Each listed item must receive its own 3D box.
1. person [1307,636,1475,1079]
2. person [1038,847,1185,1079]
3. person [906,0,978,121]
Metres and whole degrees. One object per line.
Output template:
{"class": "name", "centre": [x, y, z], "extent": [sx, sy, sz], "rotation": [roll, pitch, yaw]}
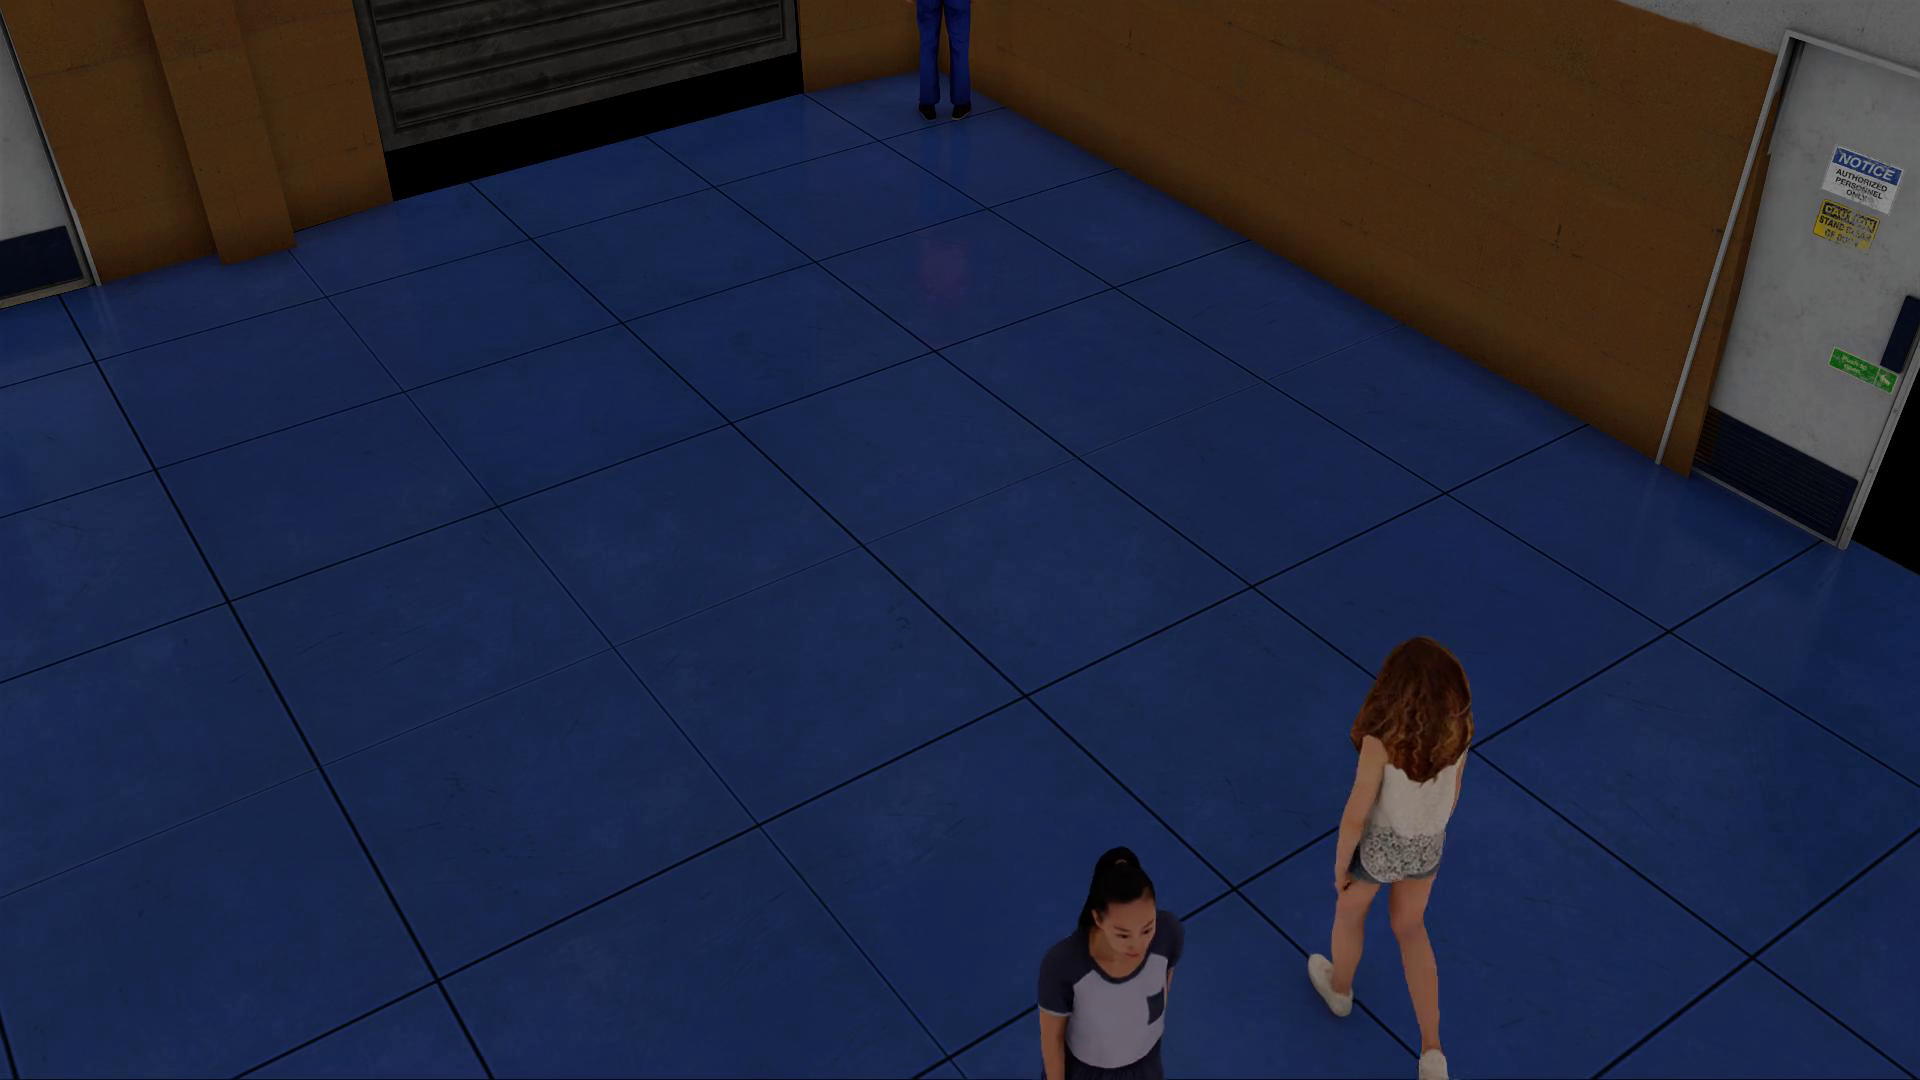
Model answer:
{"class": "person", "centre": [1.429, 1.064, 5.282], "extent": [1.002, 1.738, 0.875], "rotation": [-9, 38, -11]}
{"class": "person", "centre": [0.379, 1.463, 4.847], "extent": [0.960, 1.621, 0.855], "rotation": [-9, 38, -11]}
{"class": "person", "centre": [-0.122, -3.901, 11.791], "extent": [0.745, 1.864, 0.845], "rotation": [0, 37, -1]}
